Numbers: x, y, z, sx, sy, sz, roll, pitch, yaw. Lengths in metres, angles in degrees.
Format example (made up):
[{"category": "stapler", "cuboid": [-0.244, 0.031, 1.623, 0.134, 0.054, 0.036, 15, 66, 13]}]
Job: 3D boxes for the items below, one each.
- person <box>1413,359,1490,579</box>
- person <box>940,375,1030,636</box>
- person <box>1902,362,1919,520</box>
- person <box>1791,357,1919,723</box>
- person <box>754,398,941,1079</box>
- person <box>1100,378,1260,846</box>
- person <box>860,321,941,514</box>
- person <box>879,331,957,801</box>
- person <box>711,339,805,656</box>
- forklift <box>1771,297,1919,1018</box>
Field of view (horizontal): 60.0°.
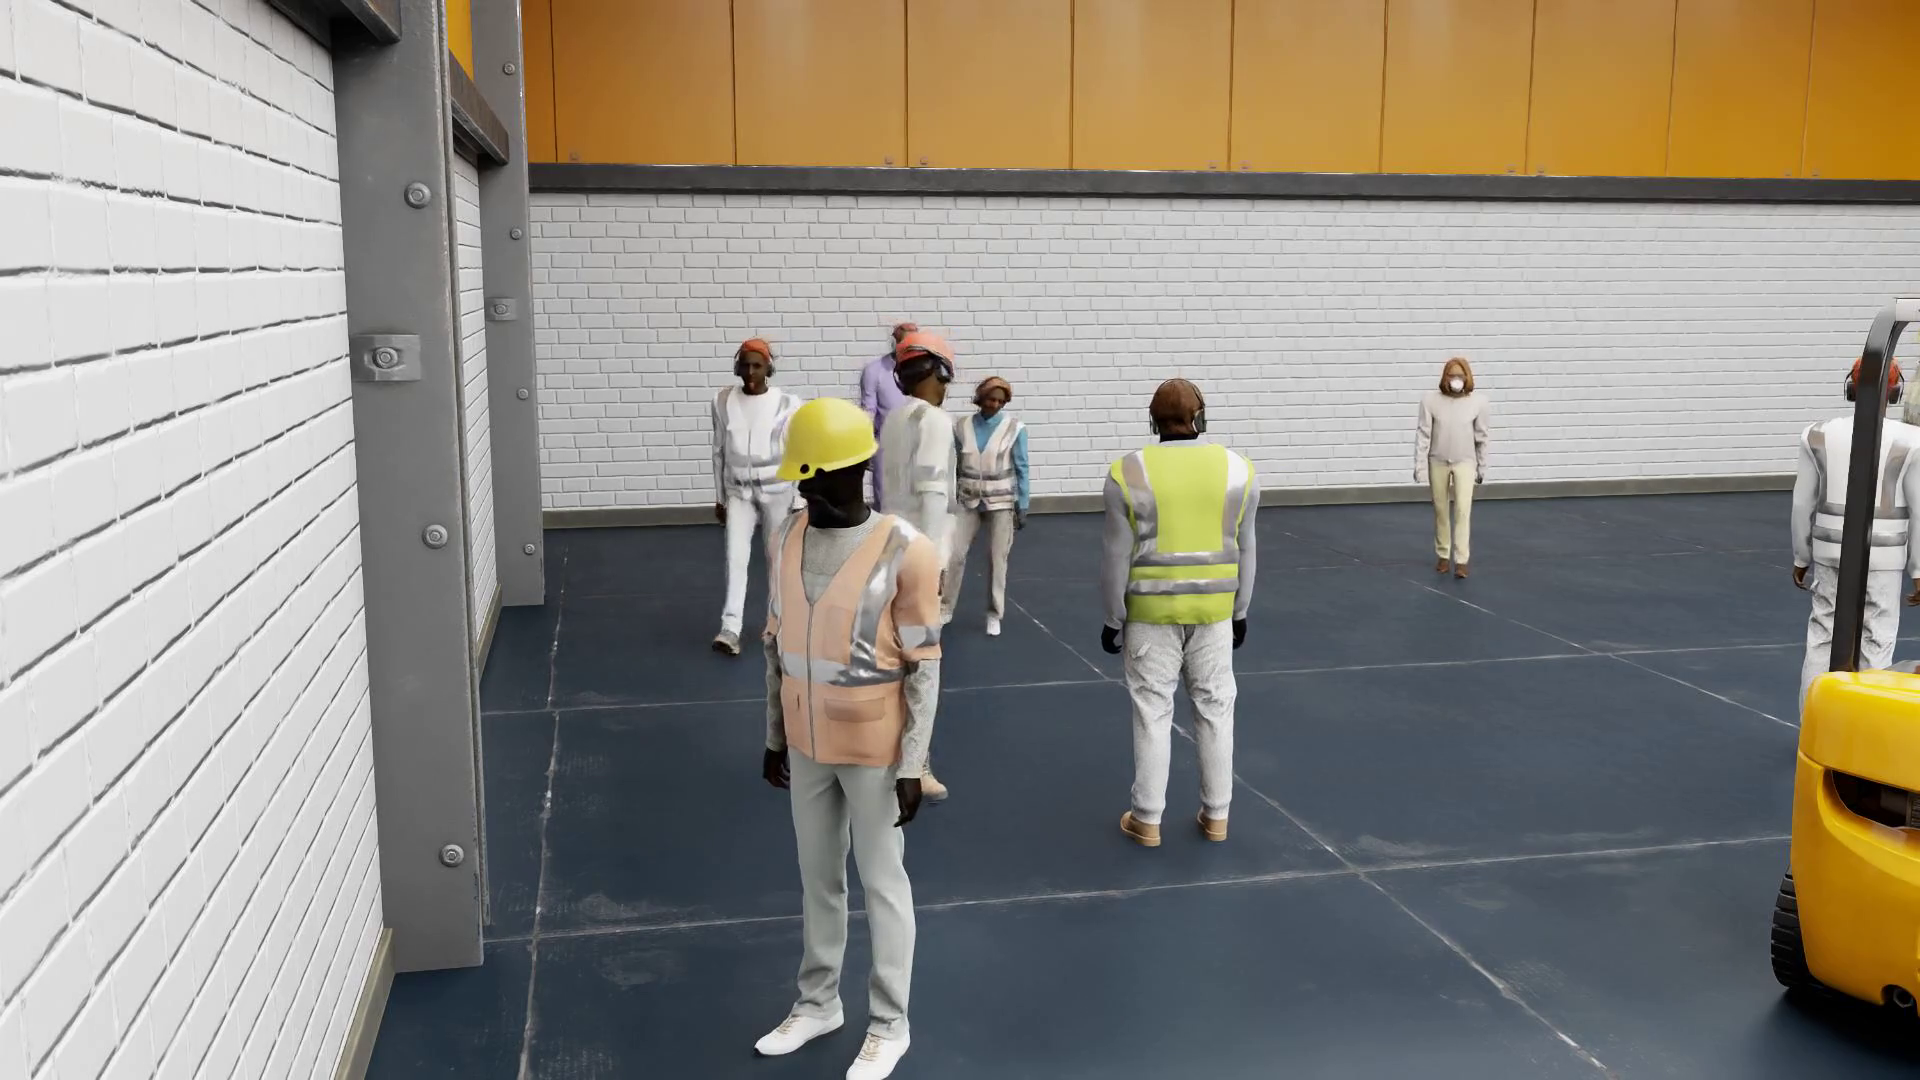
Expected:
[{"category": "person", "cuboid": [3.573, -0.513, 12.137, 0.513, 1.598, 0.803, 4, 10, 21]}, {"category": "person", "cuboid": [0.159, -0.205, 10.207, 0.601, 1.612, 0.348, 4, 10, 22]}, {"category": "person", "cuboid": [8.155, -0.907, 13.999, 0.404, 1.783, 0.729, -2, 10, -15]}, {"category": "person", "cuboid": [4.087, 0.098, 7.553, 0.347, 1.884, 0.584, -9, 13, -44]}, {"category": "person", "cuboid": [-0.329, 0.559, 4.647, 0.584, 1.917, 0.381, 7, 11, 35]}, {"category": "person", "cuboid": [0.847, 0.289, 6.537, 0.624, 1.841, 0.430, -1, 9, -7]}, {"category": "person", "cuboid": [-0.450, -0.712, 12.526, 0.637, 1.876, 0.911, -2, 9, -9]}, {"category": "person", "cuboid": [-0.143, 0.102, 7.252, 0.395, 1.996, 0.773, -3, 10, -18]}, {"category": "person", "cuboid": [-1.199, -0.243, 9.740, 0.597, 1.839, 0.987, 1, 9, 8]}, {"category": "forklift", "cuboid": [3.542, 0.334, 5.177, 2.313, 2.155, 1.214, -9, 13, -43]}]
